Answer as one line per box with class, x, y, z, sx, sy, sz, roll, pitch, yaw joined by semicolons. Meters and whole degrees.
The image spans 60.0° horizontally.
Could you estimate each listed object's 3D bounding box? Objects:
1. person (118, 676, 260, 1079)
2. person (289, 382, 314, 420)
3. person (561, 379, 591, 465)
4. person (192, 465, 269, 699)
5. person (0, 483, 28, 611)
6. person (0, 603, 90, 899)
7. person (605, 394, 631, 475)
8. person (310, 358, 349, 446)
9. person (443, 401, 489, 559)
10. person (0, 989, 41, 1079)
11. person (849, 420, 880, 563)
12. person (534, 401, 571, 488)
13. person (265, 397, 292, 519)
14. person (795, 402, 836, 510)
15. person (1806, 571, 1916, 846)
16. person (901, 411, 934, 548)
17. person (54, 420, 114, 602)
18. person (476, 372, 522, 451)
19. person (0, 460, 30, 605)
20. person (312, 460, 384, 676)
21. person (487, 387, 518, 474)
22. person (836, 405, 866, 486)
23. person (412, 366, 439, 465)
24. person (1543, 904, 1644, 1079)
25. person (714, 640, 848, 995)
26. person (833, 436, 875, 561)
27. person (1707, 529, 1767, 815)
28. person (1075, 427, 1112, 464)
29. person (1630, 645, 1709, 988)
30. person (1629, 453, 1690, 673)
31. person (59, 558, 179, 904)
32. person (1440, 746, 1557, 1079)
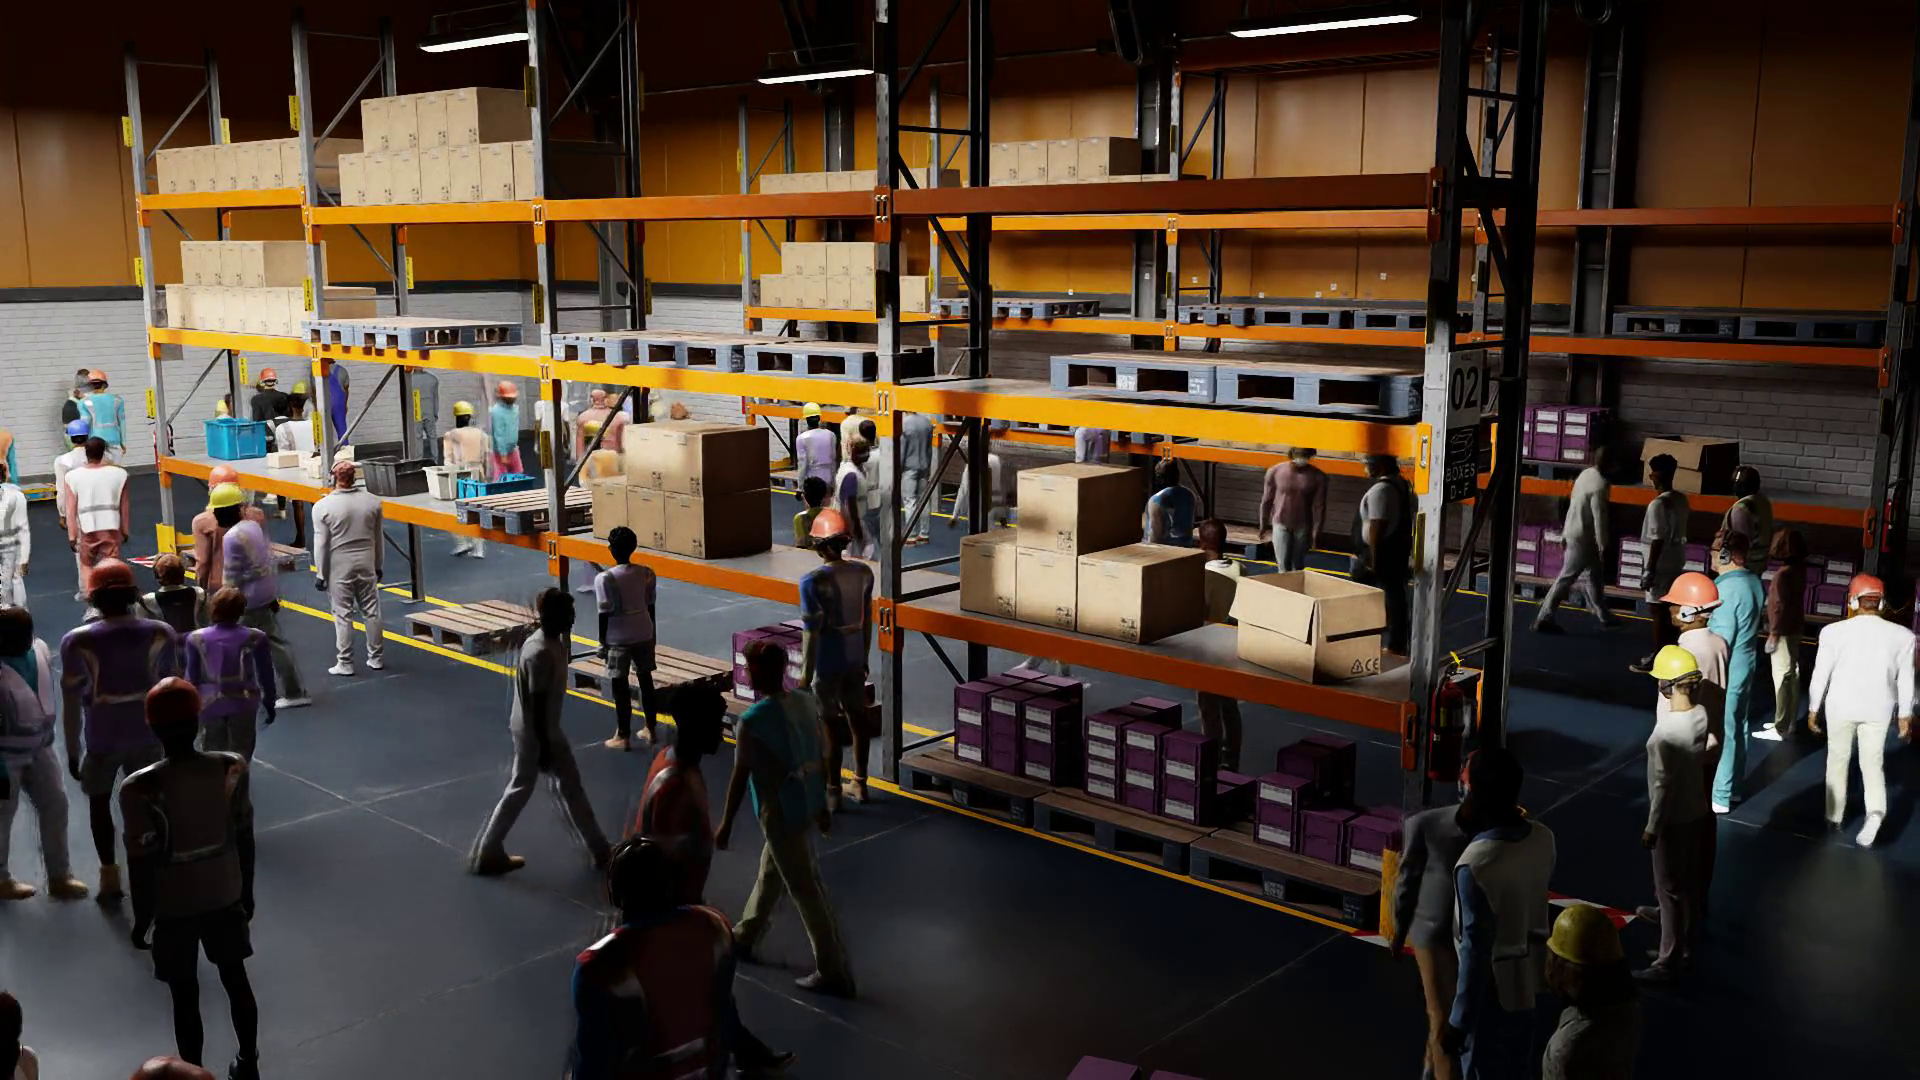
person;-3.347;1.547;7.246;0.375;1.934;0.547;10;14;43
person;-10.314;-1.646;26.024;0.526;1.677;0.875;1;10;3
person;-6.646;-2.265;28.772;0.402;1.944;0.605;10;14;43
person;-5.999;0.371;13.720;0.392;1.995;0.612;10;14;43
person;-9.571;0.004;16.490;0.339;1.748;0.564;10;14;43
person;-5.372;1.227;9.475;0.732;1.789;0.651;2;10;14
person;-5.022;-1.322;24.316;0.285;1.633;0.501;10;14;43
person;-11.089;-2.389;29.196;0.536;2.000;0.682;10;14;43
person;-6.004;-0.727;20.162;0.632;1.903;0.590;-10;14;-44
person;-2.693;2.060;4.591;0.963;1.834;0.606;2;10;10
person;-0.951;-0.341;17.971;0.398;1.917;0.590;10;14;43
person;-5.989;-1.432;24.442;0.518;1.808;0.993;-2;10;-11
person;-9.397;-1.140;23.103;0.322;1.697;0.536;10;14;43
person;-1.732;-0.680;19.867;0.383;1.924;0.589;10;14;43
person;5.720;1.076;10.540;0.604;1.718;0.664;3;11;18
person;-0.597;-0.870;20.910;0.377;1.937;0.629;10;14;43
person;-9.292;-0.310;17.716;0.402;1.944;0.605;10;14;43
person;-8.434;-2.462;30.043;1.019;1.877;0.653;1;10;8
person;-8.941;0.142;15.441;0.612;1.842;0.541;-3;11;-17
person;-5.399;0.246;14.677;0.399;1.910;0.643;10;14;43
person;-6.967;-1.514;25.397;0.315;1.636;0.515;10;14;43
person;-1.516;-1.147;23.055;0.622;1.730;0.576;8;13;39
person;-9.155;-2.147;28.222;0.399;1.905;0.643;10;14;43
person;1.957;1.994;5.270;0.313;1.740;0.487;10;14;43
person;-0.954;1.398;8.506;0.968;1.784;0.567;5;11;24
person;-1.127;-0.201;17.506;0.636;1.796;0.569;2;10;9
person;5.088;0.876;11.116;0.399;1.910;0.643;10;14;43
person;1.610;-0.794;20.450;0.402;1.944;0.605;10;14;43
person;3.638;1.407;8.520;0.329;1.765;0.526;10;14;43
person;6.202;0.213;14.703;0.372;1.963;0.608;10;14;43
person;-4.777;1.107;9.506;0.628;2.014;0.662;-7;12;-35
person;2.039;1.722;6.312;0.398;1.917;0.590;10;14;43
